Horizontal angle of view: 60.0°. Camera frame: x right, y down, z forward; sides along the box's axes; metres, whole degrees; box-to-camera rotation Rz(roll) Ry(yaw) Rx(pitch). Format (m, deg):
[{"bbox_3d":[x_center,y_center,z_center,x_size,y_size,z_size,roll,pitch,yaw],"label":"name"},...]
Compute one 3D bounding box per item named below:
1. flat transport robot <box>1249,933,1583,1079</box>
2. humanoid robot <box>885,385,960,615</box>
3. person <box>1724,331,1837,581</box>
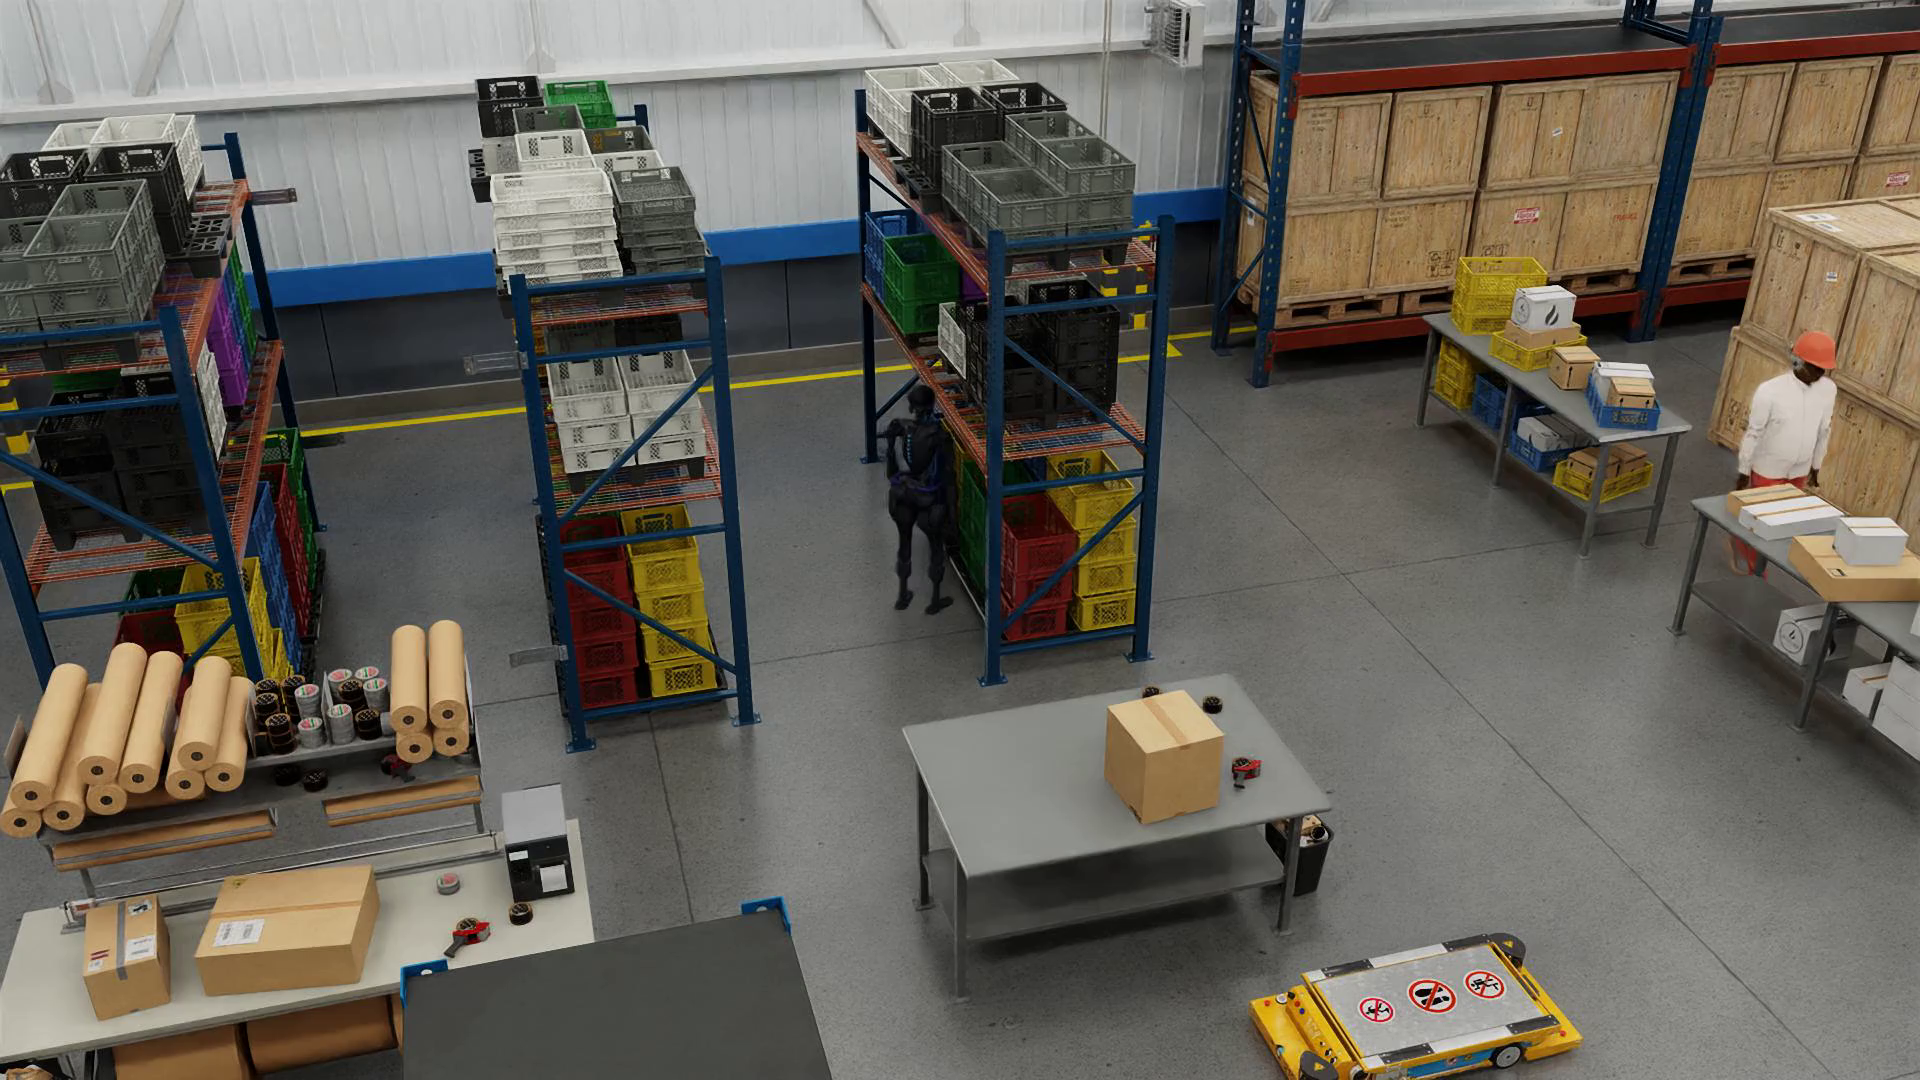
[{"bbox_3d":[2.184,2.282,7.980,1.431,0.197,0.652,-8,30,-14],"label":"flat transport robot"},{"bbox_3d":[-0.268,-0.279,11.208,0.605,1.651,0.353,16,32,26],"label":"humanoid robot"},{"bbox_3d":[5.590,-0.509,11.324,0.626,1.972,0.790,-6,29,-11],"label":"person"}]
